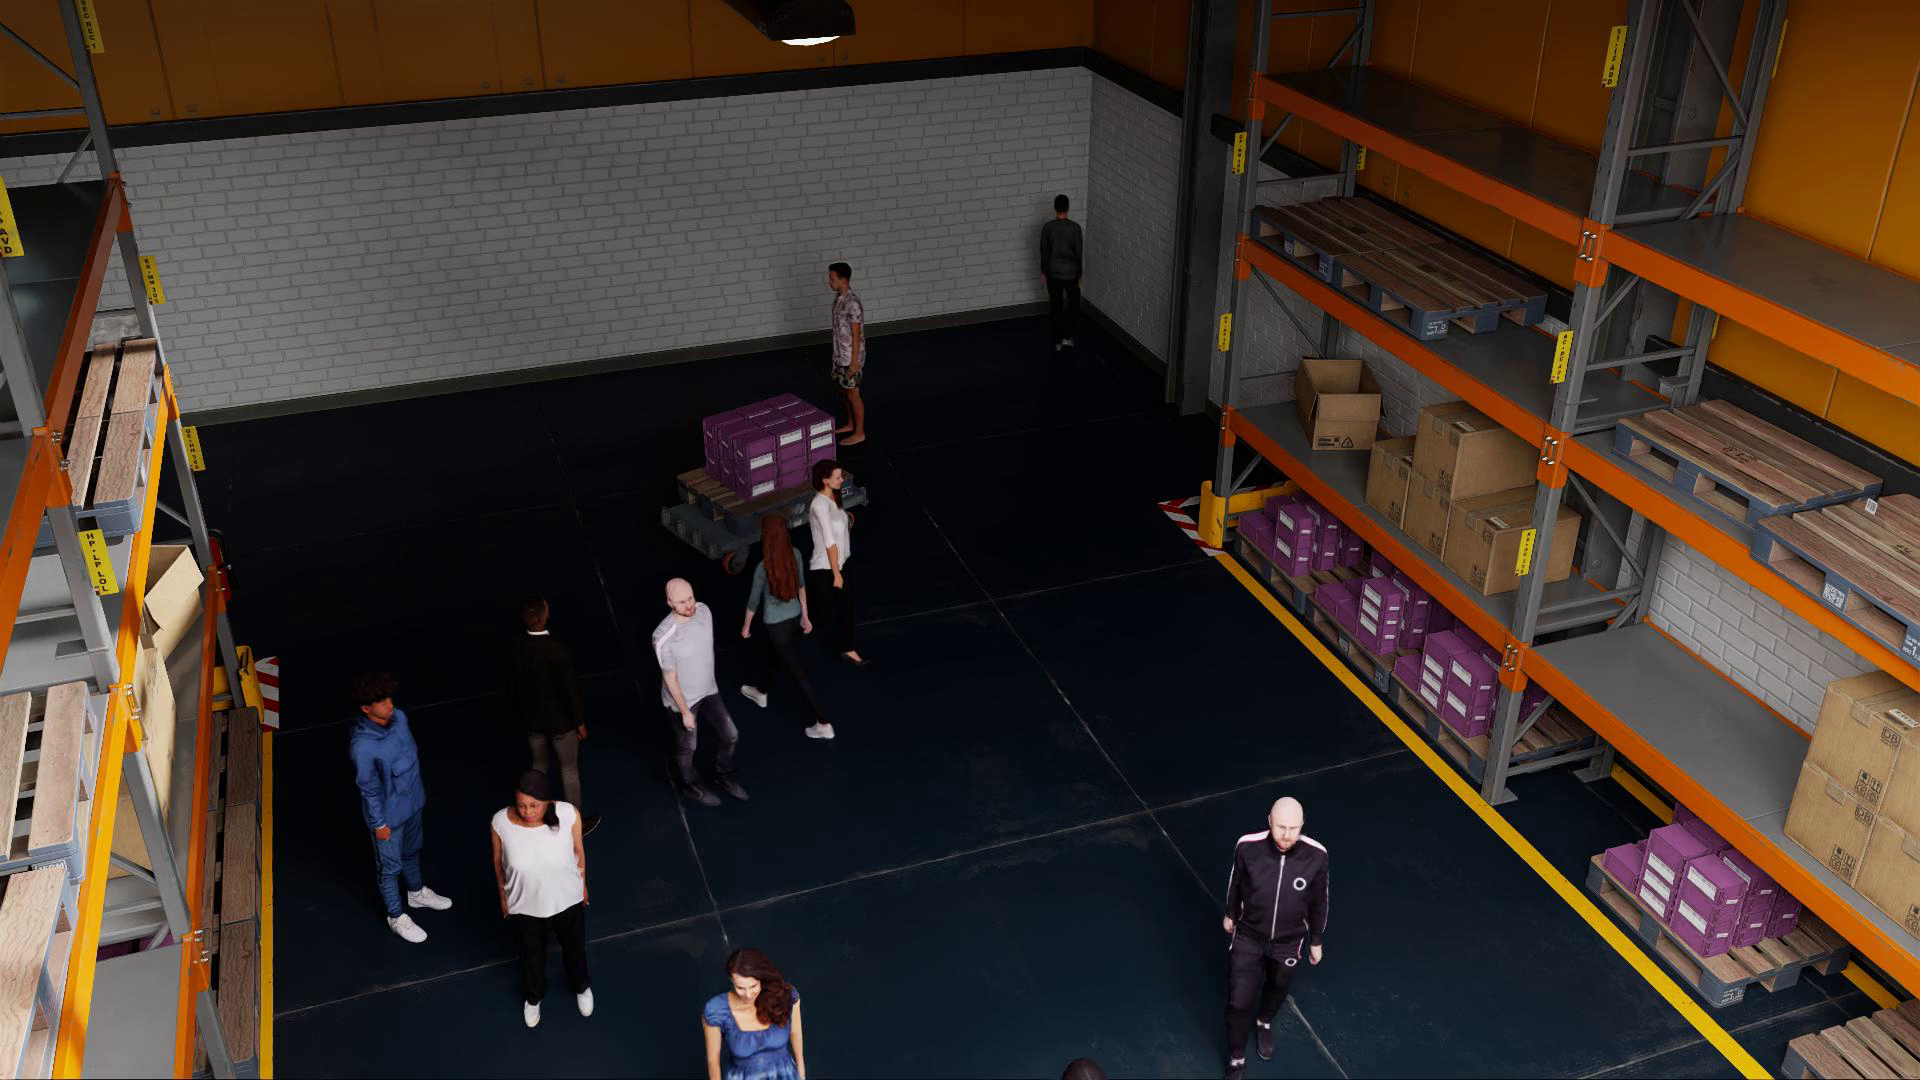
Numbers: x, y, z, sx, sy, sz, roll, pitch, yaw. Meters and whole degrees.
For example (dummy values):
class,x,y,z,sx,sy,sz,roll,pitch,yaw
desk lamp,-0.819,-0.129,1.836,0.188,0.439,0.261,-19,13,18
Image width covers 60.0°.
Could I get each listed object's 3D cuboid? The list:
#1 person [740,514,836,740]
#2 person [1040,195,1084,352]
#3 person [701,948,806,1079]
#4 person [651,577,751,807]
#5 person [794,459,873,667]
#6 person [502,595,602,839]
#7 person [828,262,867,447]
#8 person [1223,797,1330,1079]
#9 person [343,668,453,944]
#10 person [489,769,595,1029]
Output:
class,x,y,z,sx,sy,sz,roll,pitch,yaw
person,-1.193,0.670,11.762,1.263,1.686,1.000,22,36,35
person,1.115,-2.889,18.215,0.741,1.756,0.761,5,29,10
person,-0.981,2.630,8.066,0.668,1.785,0.727,-8,30,-14
person,-1.843,0.999,11.024,0.859,1.817,0.824,16,33,27
person,-1.086,0.228,12.487,0.958,1.768,1.034,4,29,7
person,-2.664,1.152,10.761,0.735,1.799,0.760,8,30,15
person,-1.076,-1.836,16.228,0.745,1.810,0.533,-12,31,-22
person,1.689,2.079,9.050,0.903,1.811,1.001,4,29,6
person,-3.412,1.566,9.995,0.818,1.807,0.712,7,29,13
person,-2.323,1.989,9.343,0.683,1.687,0.636,-6,29,-11
